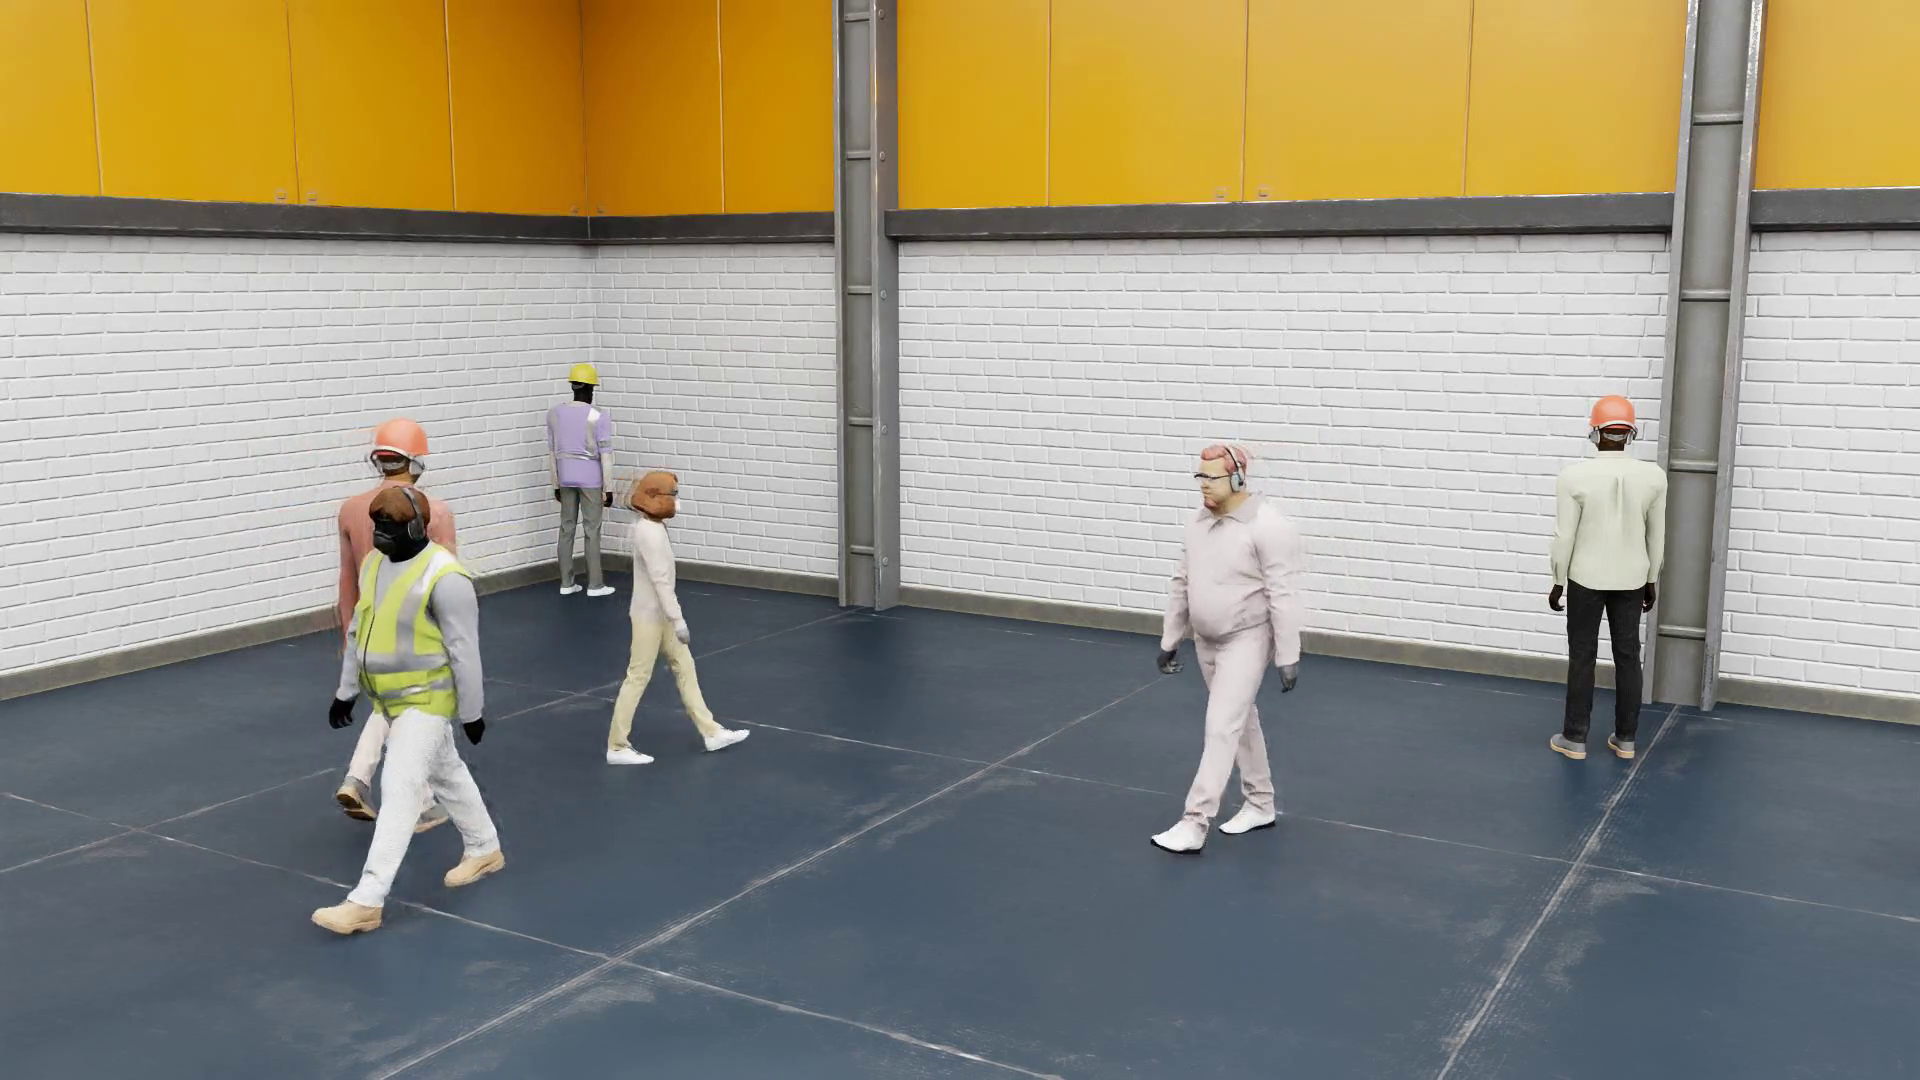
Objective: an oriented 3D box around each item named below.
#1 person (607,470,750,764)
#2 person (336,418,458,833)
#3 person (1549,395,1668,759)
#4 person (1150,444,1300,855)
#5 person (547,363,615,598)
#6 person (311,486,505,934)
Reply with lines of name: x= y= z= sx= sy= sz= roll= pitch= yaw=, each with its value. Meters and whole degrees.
person: x=-1.546 y=0.422 z=8.980 sx=0.839 sy=1.593 sz=0.513 roll=-1 pitch=9 yaw=-8
person: x=-2.630 y=0.419 z=7.830 sx=0.615 sy=1.978 sz=0.523 roll=3 pitch=10 yaw=19
person: x=3.513 y=0.209 z=9.061 sx=0.610 sy=1.995 sz=0.375 roll=0 pitch=9 yaw=-1
person: x=1.145 y=0.496 z=7.646 sx=0.919 sy=1.863 sz=0.680 roll=-5 pitch=10 yaw=-29
person: x=-3.088 y=-0.486 z=13.641 sx=0.581 sy=1.918 sz=0.391 roll=3 pitch=9 yaw=16
person: x=-2.286 y=0.661 z=6.901 sx=0.627 sy=1.792 sz=0.983 roll=8 pitch=12 yaw=42
